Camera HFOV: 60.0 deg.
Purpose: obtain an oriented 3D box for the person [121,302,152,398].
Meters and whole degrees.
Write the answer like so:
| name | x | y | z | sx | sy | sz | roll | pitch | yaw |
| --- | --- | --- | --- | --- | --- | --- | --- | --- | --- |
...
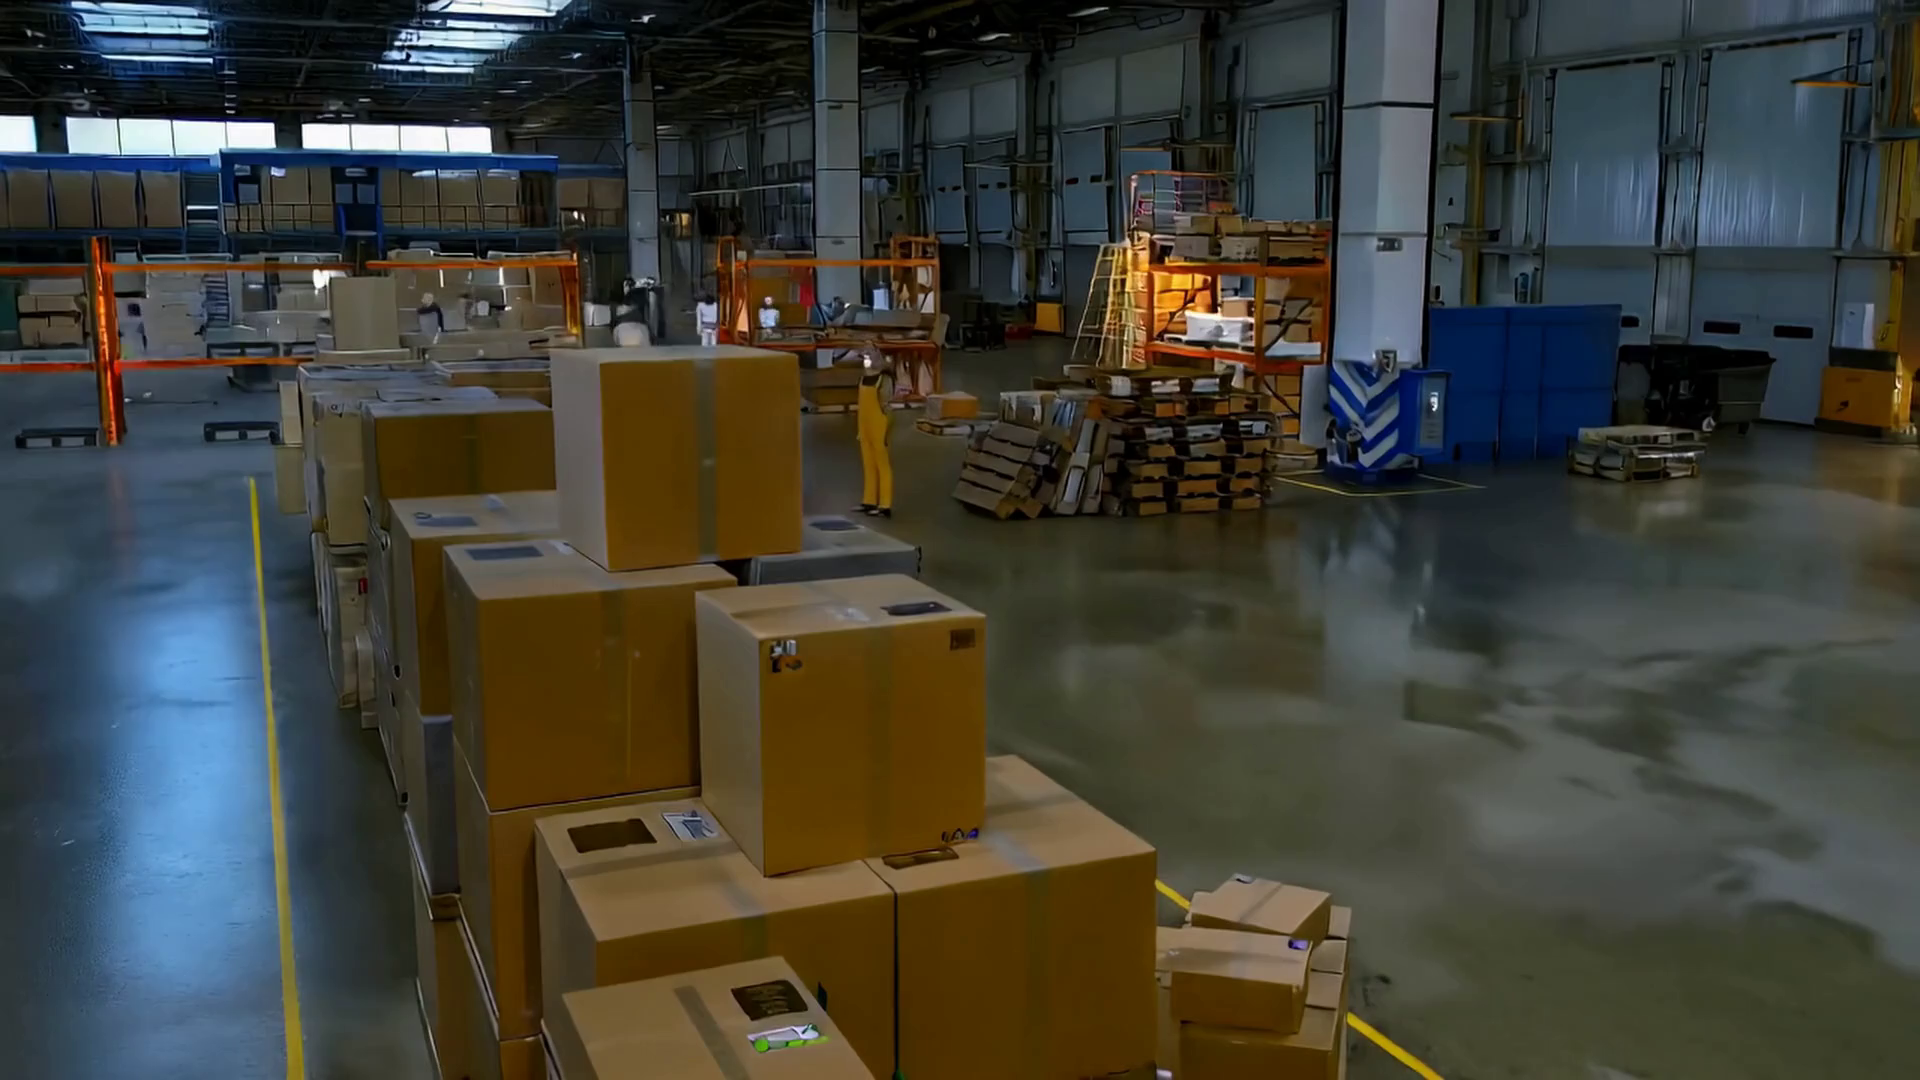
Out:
| name | x | y | z | sx | sy | sz | roll | pitch | yaw |
| --- | --- | --- | --- | --- | --- | --- | --- | --- | --- |
| person | -15.490 | -3.543 | 31.148 | 0.574 | 1.829 | 0.802 | 1 | 10 | 3 |

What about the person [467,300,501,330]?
| name | x | y | z | sx | sy | sz | roll | pitch | yaw |
| --- | --- | --- | --- | --- | --- | --- | --- | --- | --- |
| person | -8.398 | -3.285 | 29.442 | 0.598 | 1.917 | 0.375 | -6 | 12 | -31 |

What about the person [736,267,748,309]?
| name | x | y | z | sx | sy | sz | roll | pitch | yaw |
| --- | --- | --- | --- | --- | --- | --- | --- | --- | --- |
| person | -9.315 | -10.825 | 71.211 | 0.624 | 1.845 | 0.430 | -5 | 11 | -25 |

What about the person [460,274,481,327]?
| name | x | y | z | sx | sy | sz | roll | pitch | yaw |
| --- | --- | --- | --- | --- | --- | --- | --- | --- | --- |
| person | -15.041 | -7.209 | 51.130 | 0.616 | 1.890 | 0.642 | -2 | 11 | -12 |

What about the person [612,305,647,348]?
| name | x | y | z | sx | sy | sz | roll | pitch | yaw |
| --- | --- | --- | --- | --- | --- | --- | --- | --- | --- |
| person | -5.682 | -3.117 | 28.692 | 0.616 | 1.858 | 1.012 | -3 | 11 | -16 |

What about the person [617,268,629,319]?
| name | x | y | z | sx | sy | sz | roll | pitch | yaw |
| --- | --- | --- | --- | --- | --- | --- | --- | --- | --- |
| person | -12.319 | -9.153 | 61.844 | 0.947 | 1.907 | 0.562 | -6 | 12 | -31 |

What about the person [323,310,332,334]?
| name | x | y | z | sx | sy | sz | roll | pitch | yaw |
| --- | --- | --- | --- | --- | --- | --- | --- | --- | --- |
| person | -11.462 | -3.374 | 30.551 | 0.902 | 1.685 | 0.496 | -6 | 12 | -30 |

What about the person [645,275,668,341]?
| name | x | y | z | sx | sy | sz | roll | pitch | yaw |
| --- | --- | --- | --- | --- | --- | --- | --- | --- | --- |
| person | -8.857 | -6.767 | 48.647 | 0.819 | 1.906 | 0.647 | 10 | 14 | 43 |

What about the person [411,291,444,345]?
| name | x | y | z | sx | sy | sz | roll | pitch | yaw |
| --- | --- | --- | --- | --- | --- | --- | --- | --- | --- |
| person | -11.128 | -4.266 | 34.927 | 0.748 | 1.890 | 0.830 | 5 | 11 | 25 |

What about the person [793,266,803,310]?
| name | x | y | z | sx | sy | sz | roll | pitch | yaw |
| --- | --- | --- | --- | --- | --- | --- | --- | --- | --- |
| person | -6.814 | -10.614 | 69.651 | 0.390 | 1.986 | 0.609 | -4 | 11 | -20 |

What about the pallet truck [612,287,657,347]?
| name | x | y | z | sx | sy | sz | roll | pitch | yaw |
| --- | --- | --- | --- | --- | --- | --- | --- | --- | --- |
| pallet truck | -6.464 | -4.406 | 35.401 | 0.823 | 1.965 | 1.885 | 6 | 12 | 32 |

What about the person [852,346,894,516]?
| name | x | y | z | sx | sy | sz | roll | pitch | yaw |
| --- | --- | --- | --- | --- | --- | --- | --- | --- | --- |
| person | -0.935 | -1.181 | 18.046 | 0.346 | 1.847 | 0.506 | -10 | 14 | -44 |

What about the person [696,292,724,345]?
| name | x | y | z | sx | sy | sz | roll | pitch | yaw |
| --- | --- | --- | --- | --- | --- | --- | --- | --- | --- |
| person | -5.551 | -4.616 | 37.105 | 0.653 | 1.794 | 0.961 | -4 | 11 | -21 |

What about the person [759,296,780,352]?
| name | x | y | z | sx | sy | sz | roll | pitch | yaw |
| --- | --- | --- | --- | --- | --- | --- | --- | --- | --- |
| person | -4.404 | -4.727 | 38.065 | 0.560 | 1.668 | 0.707 | 4 | 11 | 20 |
